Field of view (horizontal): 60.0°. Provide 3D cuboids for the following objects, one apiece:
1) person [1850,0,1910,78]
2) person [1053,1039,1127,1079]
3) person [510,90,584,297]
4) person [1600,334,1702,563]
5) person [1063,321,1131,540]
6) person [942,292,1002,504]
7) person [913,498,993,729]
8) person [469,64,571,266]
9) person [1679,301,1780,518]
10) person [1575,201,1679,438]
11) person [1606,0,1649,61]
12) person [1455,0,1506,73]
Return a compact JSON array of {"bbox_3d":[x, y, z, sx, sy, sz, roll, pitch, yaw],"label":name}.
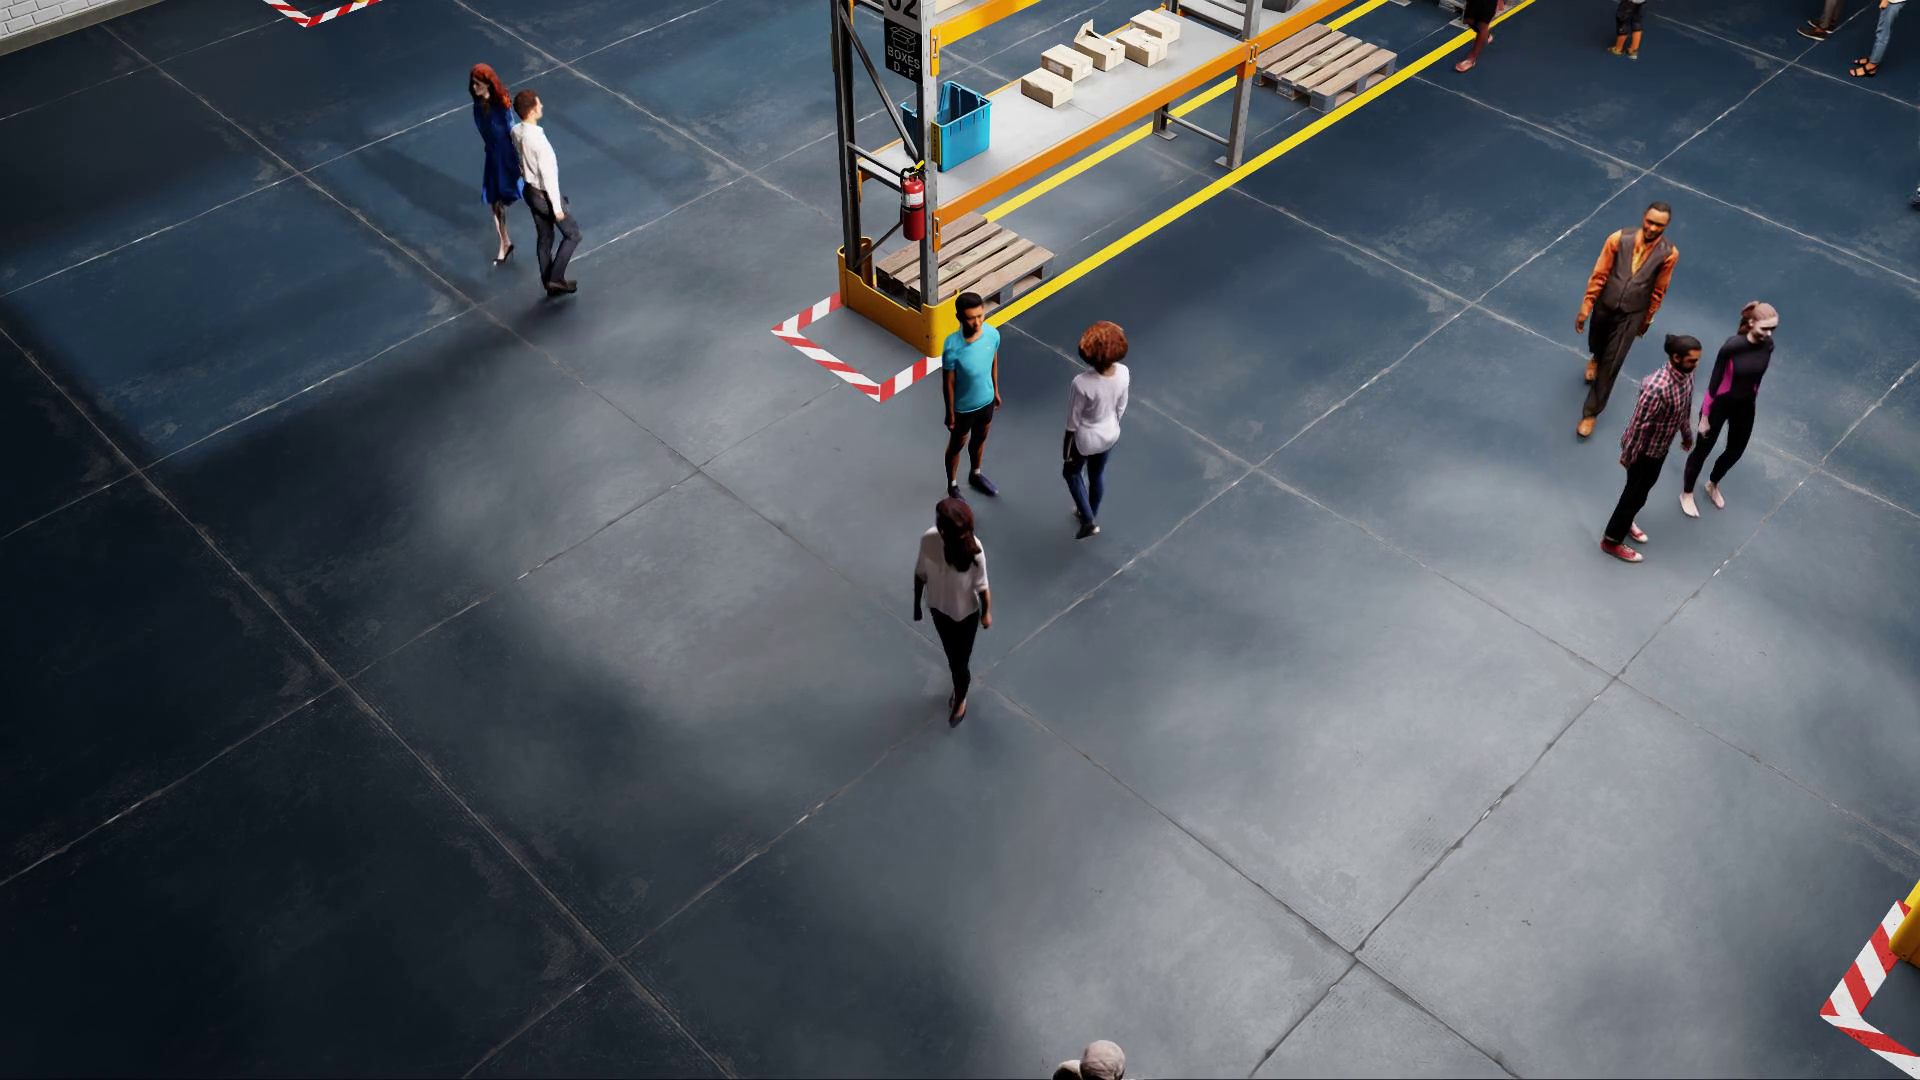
[{"bbox_3d":[9.288,-5.410,16.480,0.715,1.678,0.544,25,49,24],"label":"person"},{"bbox_3d":[0.634,2.792,7.828,0.742,1.737,1.016,24,49,23],"label":"person"},{"bbox_3d":[-3.462,-2.756,13.562,0.606,1.861,0.683,-33,52,-30],"label":"person"},{"bbox_3d":[4.758,-0.718,11.501,0.624,1.752,0.761,-32,52,-29],"label":"person"},{"bbox_3d":[0.977,-0.679,11.509,0.793,1.685,0.855,-22,48,-21],"label":"person"},{"bbox_3d":[0.064,-1.002,11.782,0.509,1.776,0.714,-26,49,-24],"label":"person"},{"bbox_3d":[0.008,0.376,10.333,0.720,1.780,0.726,21,47,21],"label":"person"},{"bbox_3d":[-3.758,-3.233,14.113,0.724,1.791,1.185,27,50,26],"label":"person"},{"bbox_3d":[5.405,-0.966,11.769,0.731,1.742,0.794,-2,44,-2],"label":"person"},{"bbox_3d":[4.974,-1.772,12.522,0.892,1.870,1.321,24,49,23],"label":"person"},{"bbox_3d":[6.917,-5.613,16.857,0.614,1.452,0.682,-27,50,-25],"label":"person"},{"bbox_3d":[5.340,-5.467,16.524,0.758,1.699,0.712,-23,48,-22],"label":"person"}]
